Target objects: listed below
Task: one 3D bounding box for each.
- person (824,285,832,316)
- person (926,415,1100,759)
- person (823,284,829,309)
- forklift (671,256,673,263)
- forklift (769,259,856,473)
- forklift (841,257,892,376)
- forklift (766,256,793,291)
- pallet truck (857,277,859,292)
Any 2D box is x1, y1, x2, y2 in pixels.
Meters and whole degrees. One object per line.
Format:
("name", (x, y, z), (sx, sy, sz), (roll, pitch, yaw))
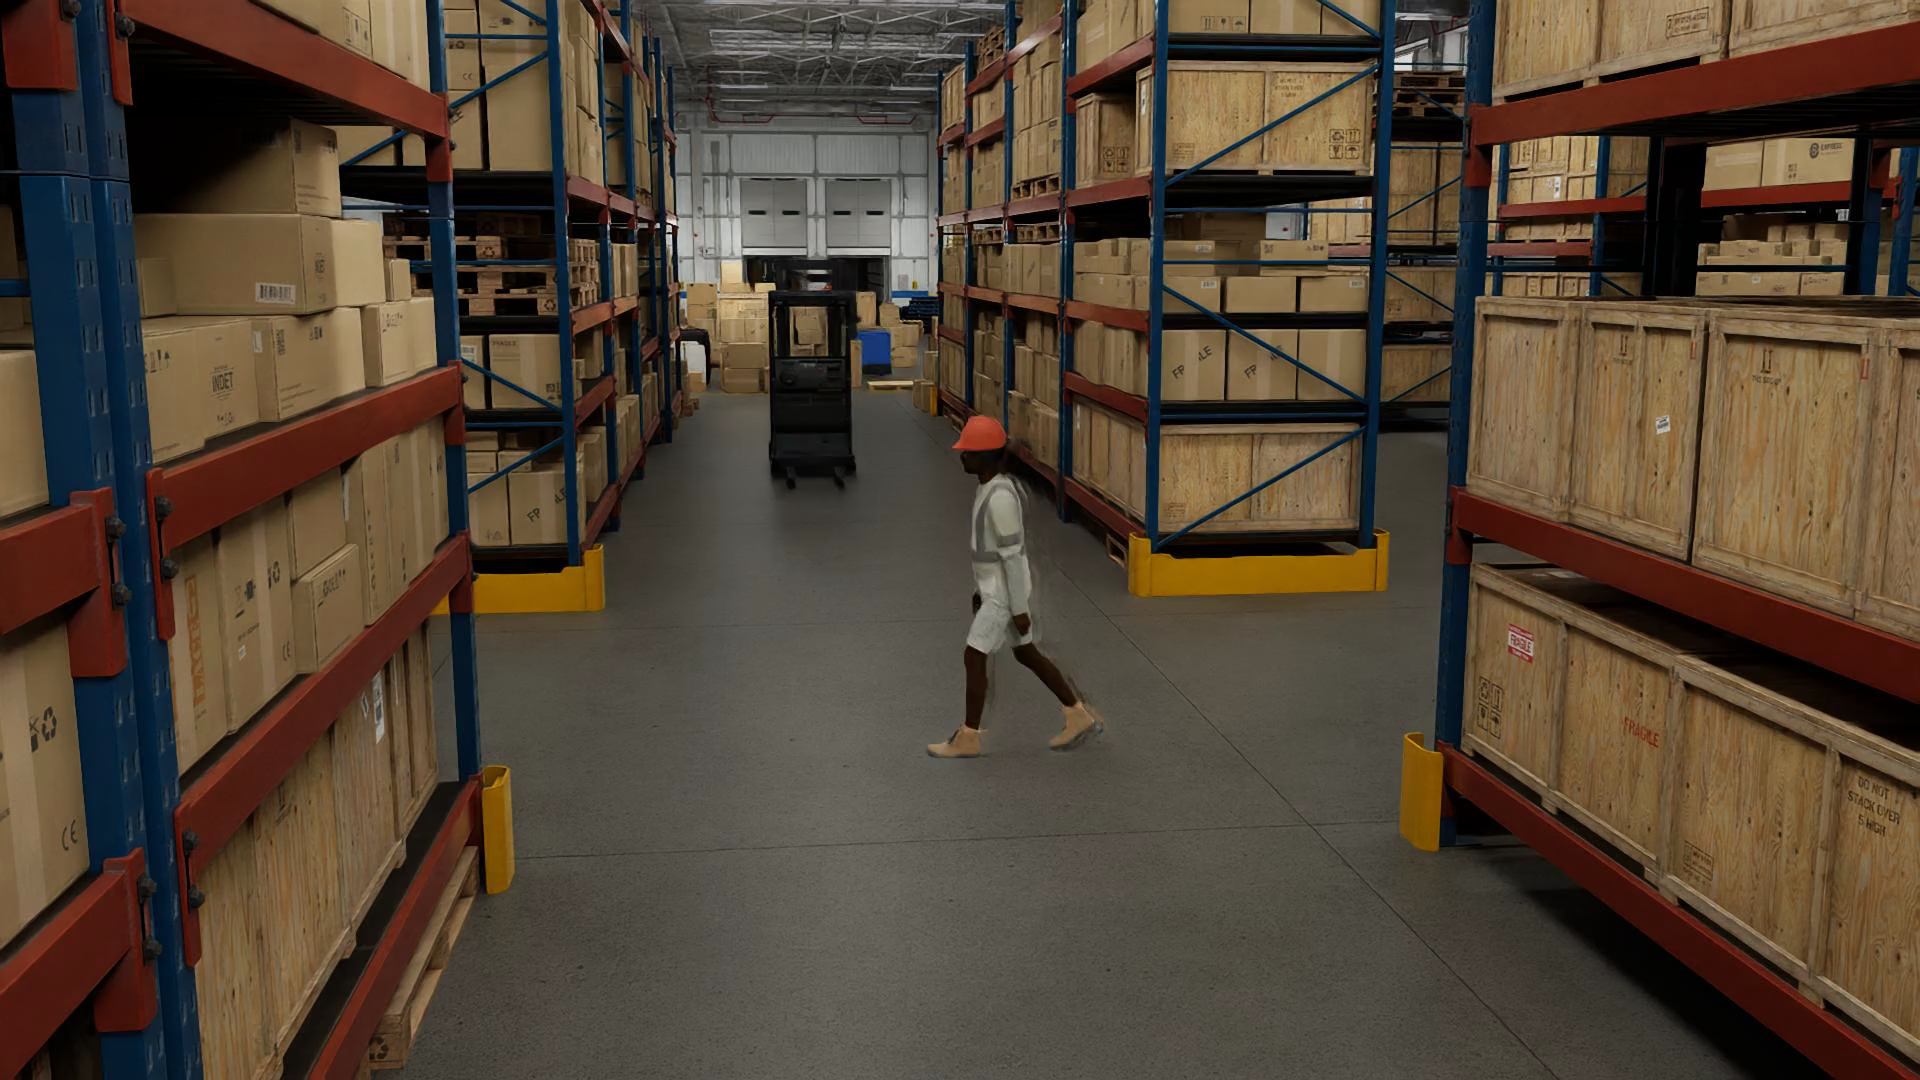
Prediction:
("person", (-4.279, -7.225, 53.468), (0.830, 1.910, 0.549), (2, 10, 13))
("person", (0.338, 0.274, 9.555), (0.990, 2.007, 0.614), (0, 10, 0))
("person", (-4.292, -7.385, 54.351), (0.482, 1.925, 0.641), (4, 10, 20))
("forklift", (-10.887, -8.929, 60.548), (1.129, 2.768, 1.873), (-1, 10, -7))
("forklift", (-2.044, -2.403, 22.556), (1.129, 2.768, 1.873), (-1, 10, -7))
("forklift", (-2.600, -5.307, 39.463), (1.873, 2.768, 1.129), (-1, 10, -8))
("forklift", (-6.555, -8.937, 60.594), (1.129, 2.768, 1.873), (-6, 12, -33))
("pallet truck", (-3.782, -9.391, 65.808), (1.885, 1.965, 0.823), (2, 10, 10))
